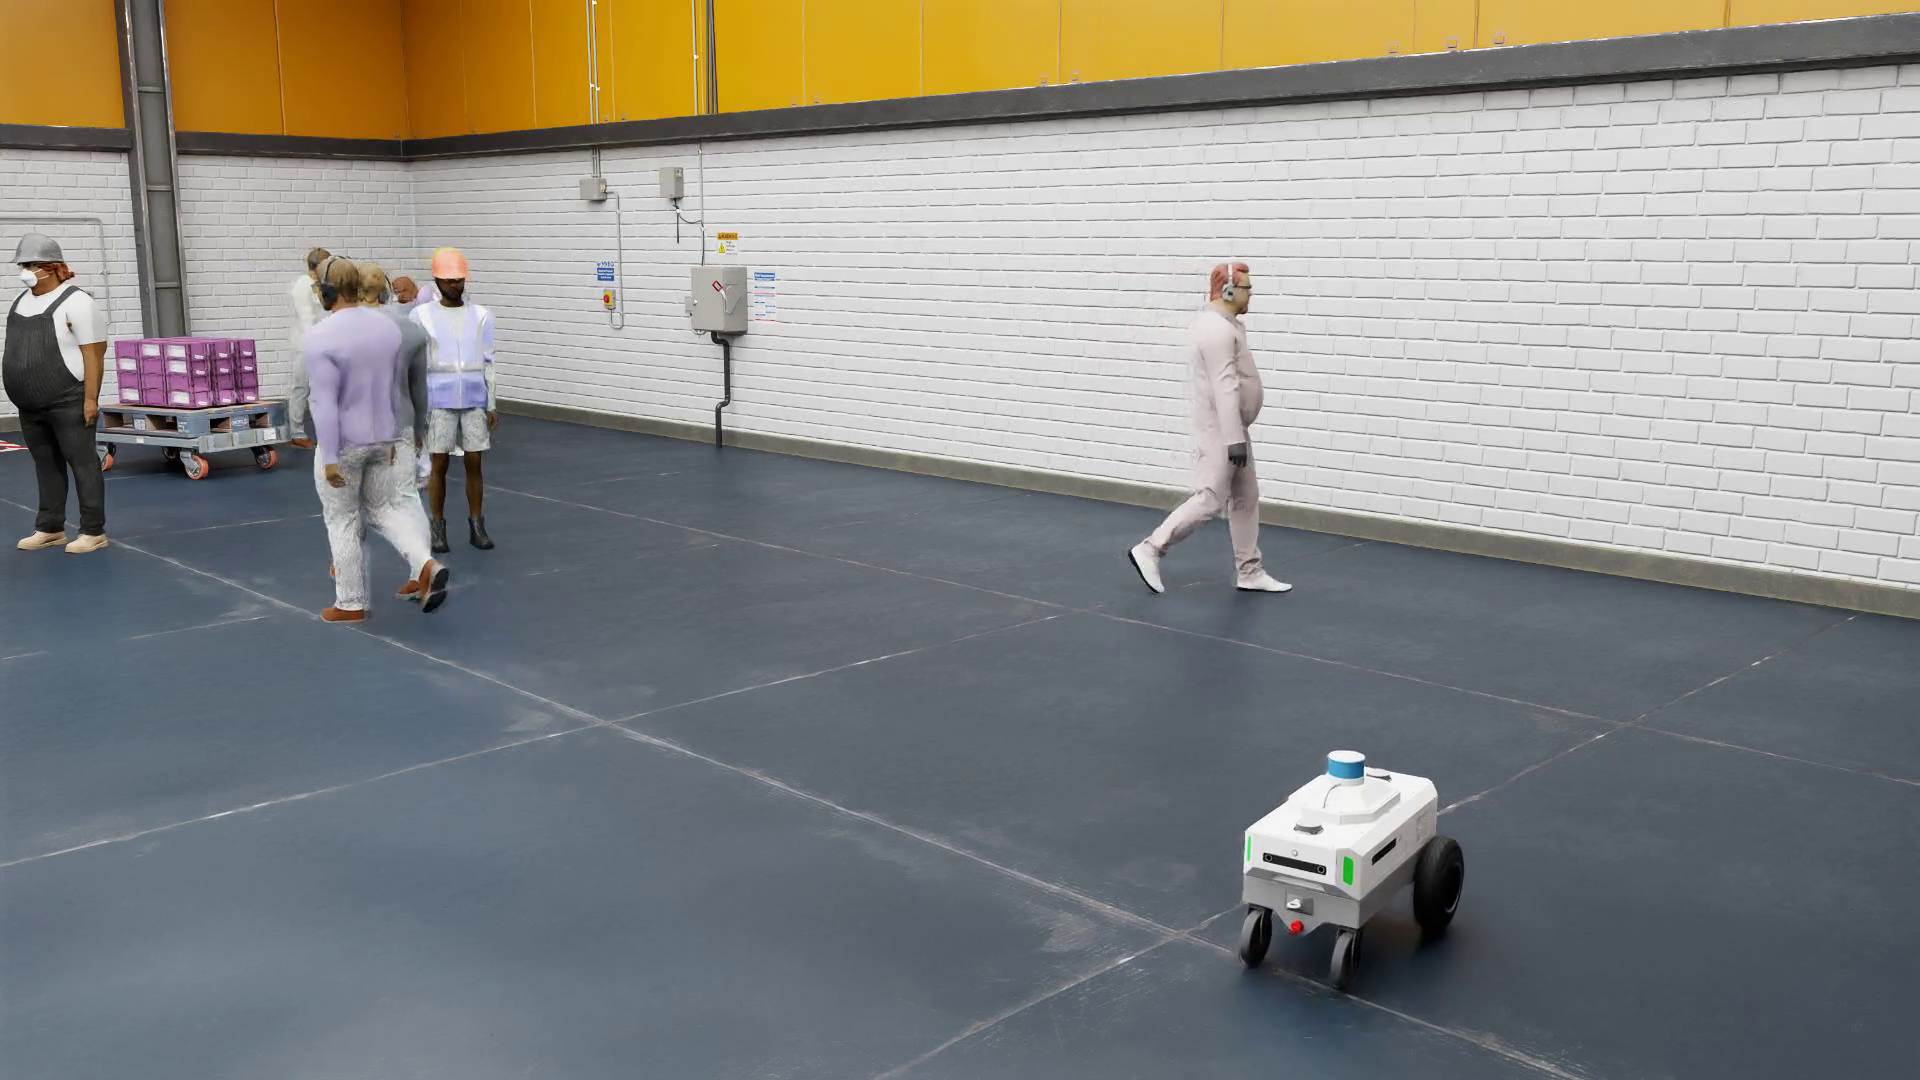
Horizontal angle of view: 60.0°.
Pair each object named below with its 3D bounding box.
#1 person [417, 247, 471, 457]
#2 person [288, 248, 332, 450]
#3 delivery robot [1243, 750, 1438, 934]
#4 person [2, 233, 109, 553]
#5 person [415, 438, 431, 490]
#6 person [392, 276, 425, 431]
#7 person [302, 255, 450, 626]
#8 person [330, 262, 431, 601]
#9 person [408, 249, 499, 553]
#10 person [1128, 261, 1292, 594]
[{"bbox_3d":[-4.635,-1.695,15.135,0.426,1.909,0.627,5,12,26],"label":"person"},{"bbox_3d":[-5.919,-1.770,15.590,1.009,1.886,0.646,3,11,14],"label":"person"},{"bbox_3d":[1.091,0.844,4.738,0.477,0.478,0.707,7,12,34],"label":"delivery robot"},{"bbox_3d":[-5.798,-0.928,10.606,0.681,2.000,0.536,4,11,21],"label":"person"},{"bbox_3d":[-4.575,-1.209,13.039,0.594,1.694,0.918,7,12,33],"label":"person"},{"bbox_3d":[-5.414,-1.806,16.564,0.435,1.616,0.586,1,10,4],"label":"person"},{"bbox_3d":[-3.032,-0.485,8.511,0.666,1.924,0.632,5,12,26],"label":"person"},{"bbox_3d":[-3.262,-0.605,9.311,0.659,1.879,1.056,-10,14,-42],"label":"person"},{"bbox_3d":[-3.226,-0.886,10.656,0.551,1.935,0.371,-6,12,-29],"label":"person"},{"bbox_3d":[1.424,-0.616,9.334,0.858,1.881,0.638,2,11,13],"label":"person"}]
